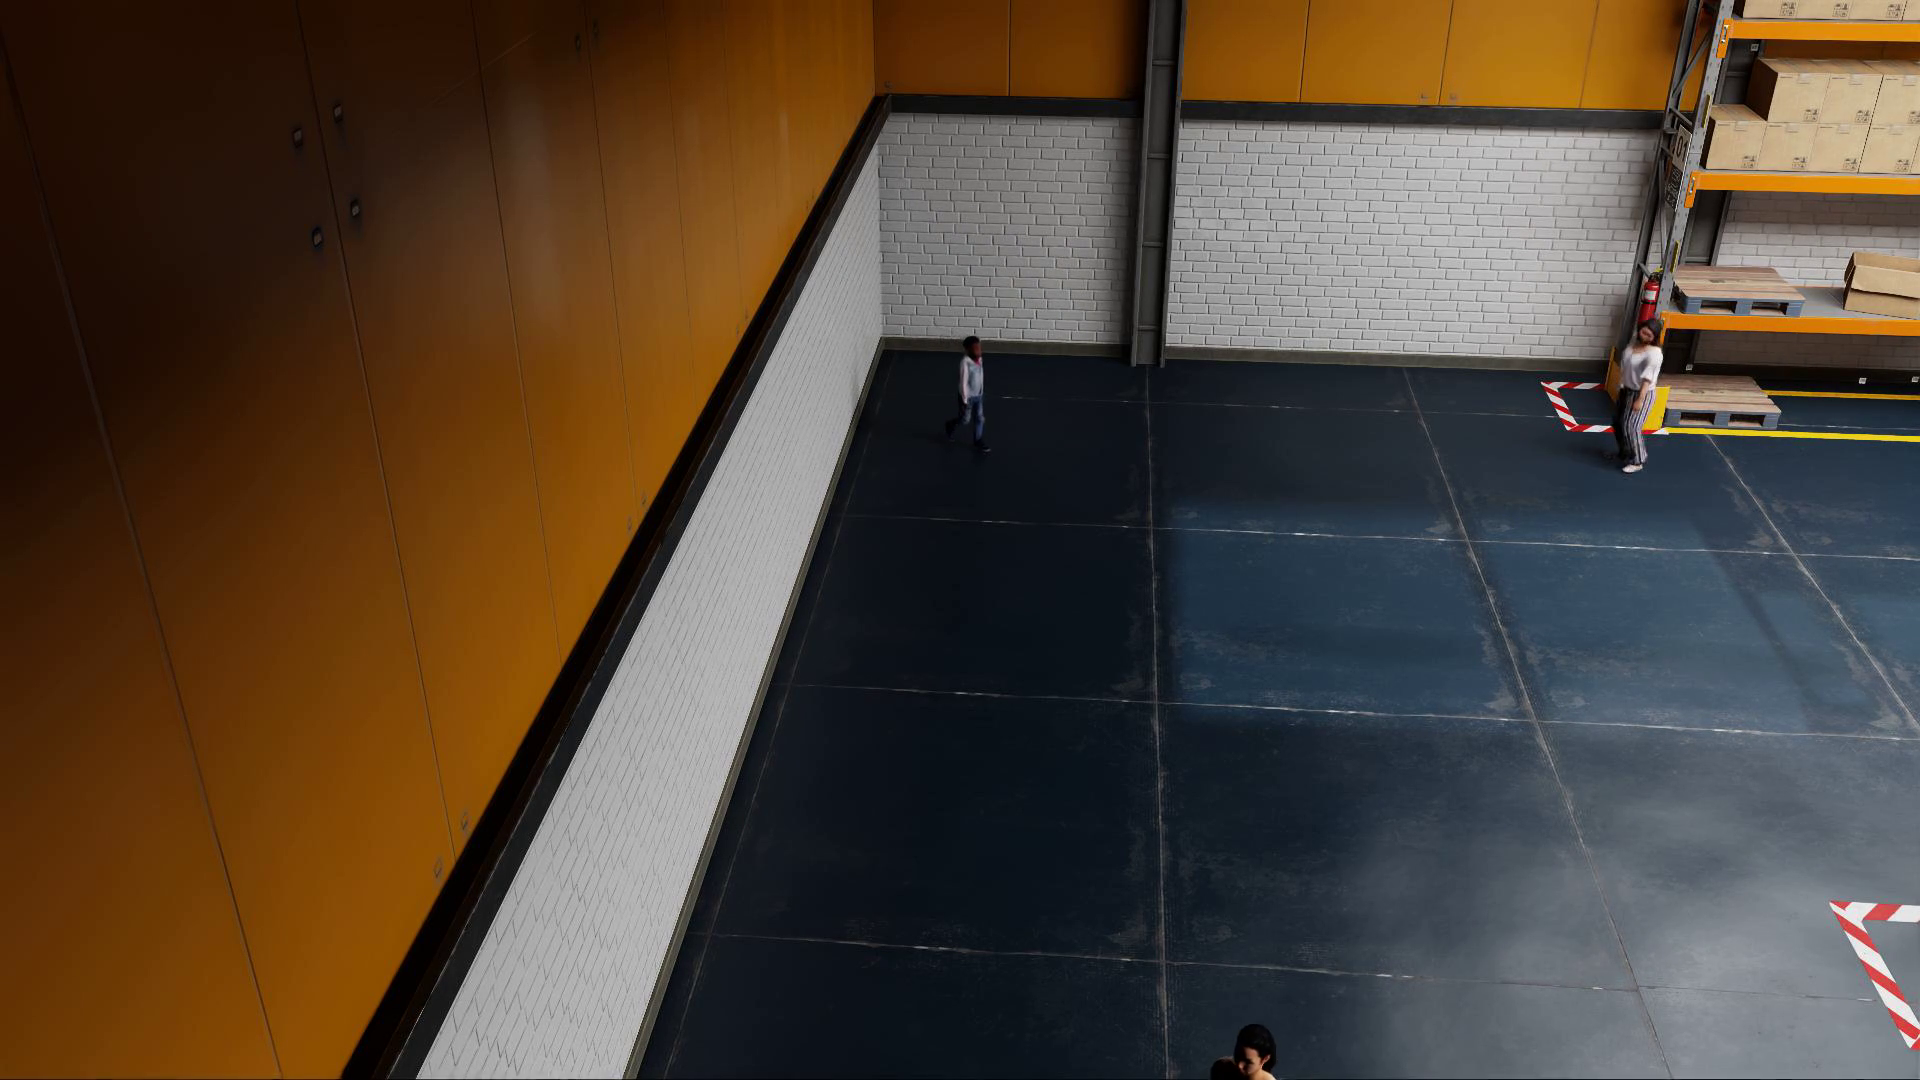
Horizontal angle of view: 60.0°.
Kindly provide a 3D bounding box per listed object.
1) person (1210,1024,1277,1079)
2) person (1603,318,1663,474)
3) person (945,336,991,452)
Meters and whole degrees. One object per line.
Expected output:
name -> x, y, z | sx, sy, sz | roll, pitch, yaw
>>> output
person -> 1.475, 3.069, 8.458 | 1.130, 1.682, 1.106 | -24, 37, -37
person -> 6.857, -1.518, 16.897 | 0.632, 1.653, 0.707 | 7, 29, 13
person -> 0.073, -1.544, 17.369 | 0.836, 1.248, 0.744 | 24, 37, 37
